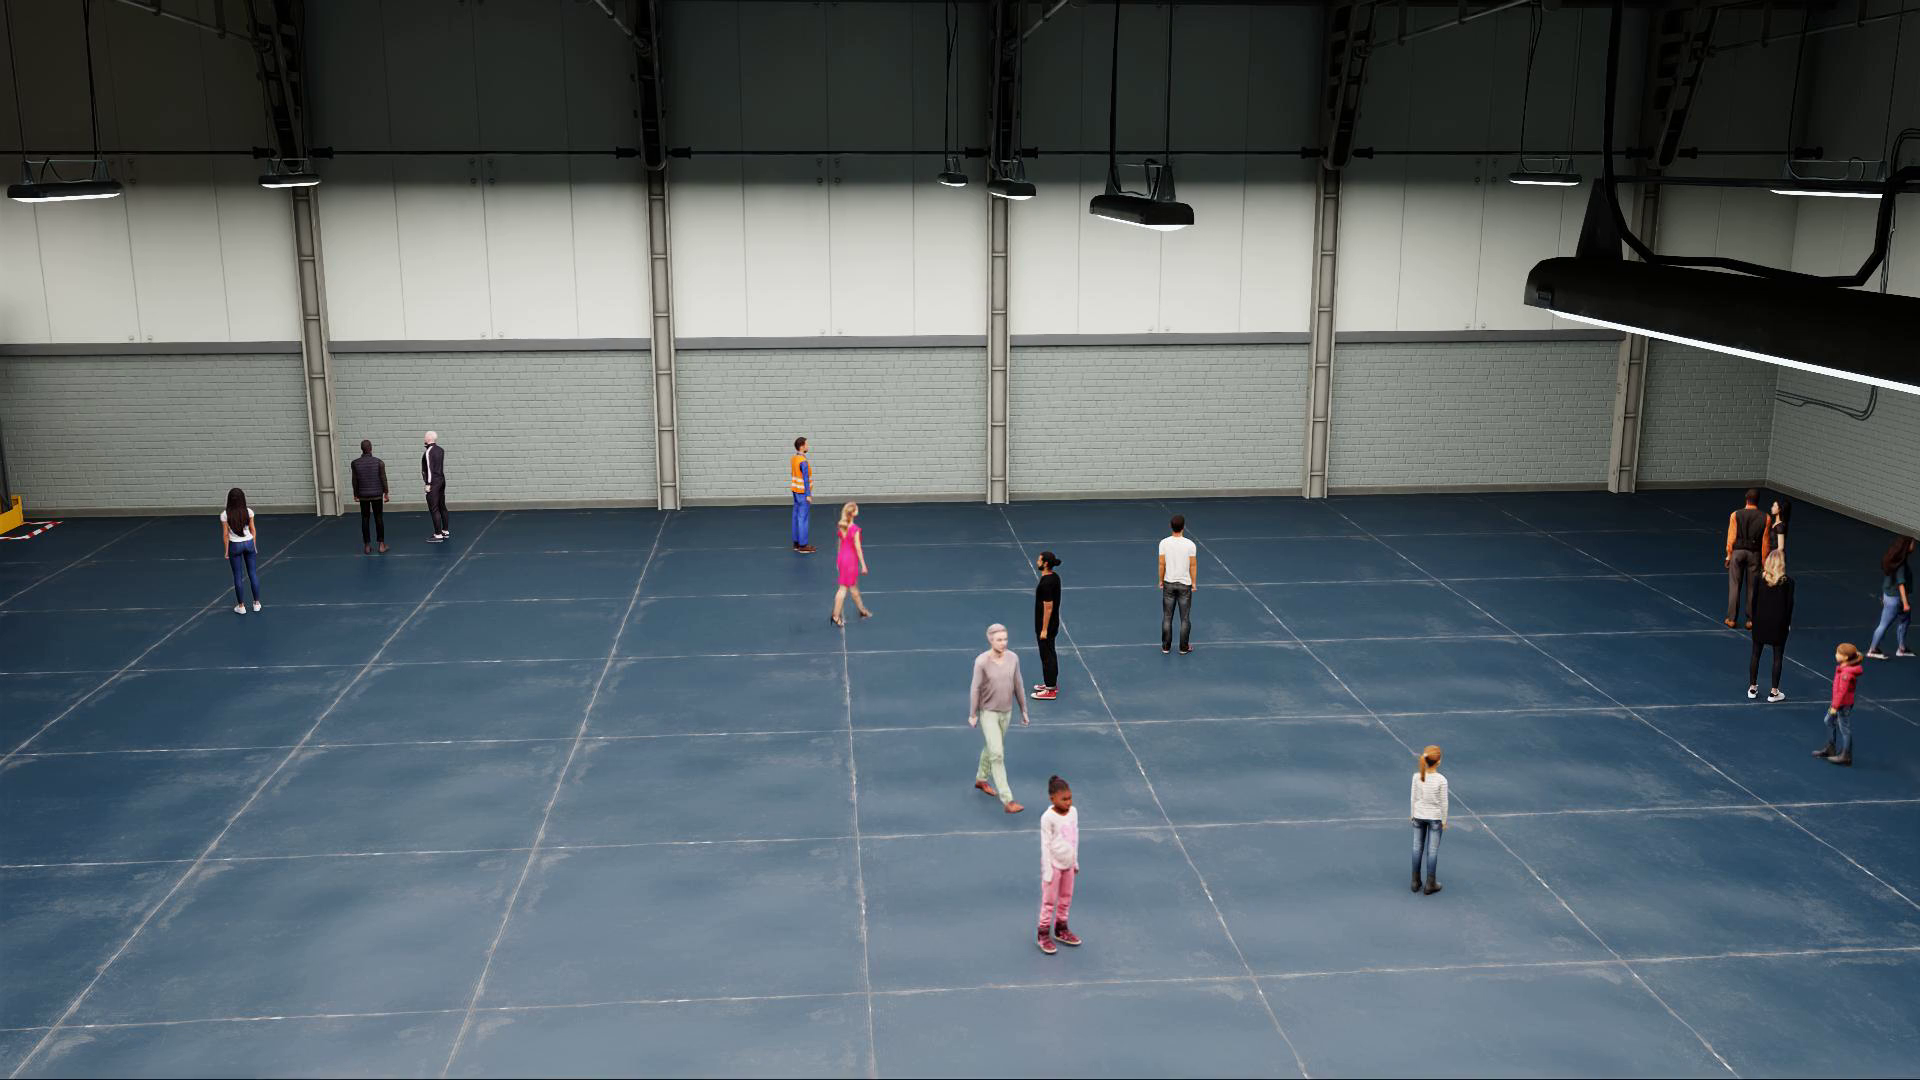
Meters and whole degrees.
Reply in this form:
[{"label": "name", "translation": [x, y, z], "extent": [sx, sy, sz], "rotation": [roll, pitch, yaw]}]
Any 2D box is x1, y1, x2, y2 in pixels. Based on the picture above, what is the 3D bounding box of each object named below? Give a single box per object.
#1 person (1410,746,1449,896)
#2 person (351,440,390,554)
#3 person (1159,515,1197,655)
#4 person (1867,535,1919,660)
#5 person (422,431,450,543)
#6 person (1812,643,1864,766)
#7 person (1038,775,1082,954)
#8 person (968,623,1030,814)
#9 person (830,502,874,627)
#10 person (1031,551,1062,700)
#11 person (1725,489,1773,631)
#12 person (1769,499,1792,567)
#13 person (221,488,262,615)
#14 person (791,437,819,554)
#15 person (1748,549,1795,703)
[{"label": "person", "translation": [4.047, 2.417, 14.401], "extent": [0.556, 1.315, 0.623], "rotation": [9, 16, 33]}, {"label": "person", "translation": [-9.489, -0.711, 26.756], "extent": [0.498, 1.836, 0.765], "rotation": [-2, 13, -8]}, {"label": "person", "translation": [2.783, 0.560, 21.333], "extent": [0.604, 1.804, 0.764], "rotation": [4, 14, 16]}, {"label": "person", "translation": [11.733, 0.736, 21.042], "extent": [0.919, 1.594, 0.801], "rotation": [6, 14, 24]}, {"label": "person", "translation": [-8.695, -0.904, 27.585], "extent": [0.645, 1.837, 0.714], "rotation": [2, 13, 7]}, {"label": "person", "translation": [9.318, 1.725, 17.408], "extent": [0.722, 1.307, 0.663], "rotation": [6, 14, 25]}, {"label": "person", "translation": [0.778, 2.583, 13.397], "extent": [0.594, 1.445, 0.674], "rotation": [-12, 17, -41]}, {"label": "person", "translation": [0.306, 1.715, 16.317], "extent": [1.284, 1.819, 1.132], "rotation": [-8, 15, -30]}, {"label": "person", "translation": [-1.593, 0.345, 22.500], "extent": [1.010, 1.698, 0.829], "rotation": [-8, 15, -31]}, {"label": "person", "translation": [1.030, 0.990, 19.581], "extent": [0.642, 1.758, 0.689], "rotation": [2, 13, 10]}, {"label": "person", "translation": [10.621, 0.246, 22.465], "extent": [0.724, 1.907, 0.855], "rotation": [5, 14, 22]}, {"label": "person", "translation": [11.001, 0.315, 22.422], "extent": [0.622, 1.791, 0.651], "rotation": [4, 14, 17]}, {"label": "person", "translation": [-10.024, 0.139, 23.218], "extent": [0.613, 1.775, 0.725], "rotation": [-9, 16, -34]}, {"label": "person", "translation": [-2.559, -0.744, 26.833], "extent": [0.747, 1.863, 0.775], "rotation": [-6, 14, -26]}, {"label": "person", "translation": [9.486, 0.991, 19.483], "extent": [0.670, 1.801, 0.723], "rotation": [11, 17, 41]}]
